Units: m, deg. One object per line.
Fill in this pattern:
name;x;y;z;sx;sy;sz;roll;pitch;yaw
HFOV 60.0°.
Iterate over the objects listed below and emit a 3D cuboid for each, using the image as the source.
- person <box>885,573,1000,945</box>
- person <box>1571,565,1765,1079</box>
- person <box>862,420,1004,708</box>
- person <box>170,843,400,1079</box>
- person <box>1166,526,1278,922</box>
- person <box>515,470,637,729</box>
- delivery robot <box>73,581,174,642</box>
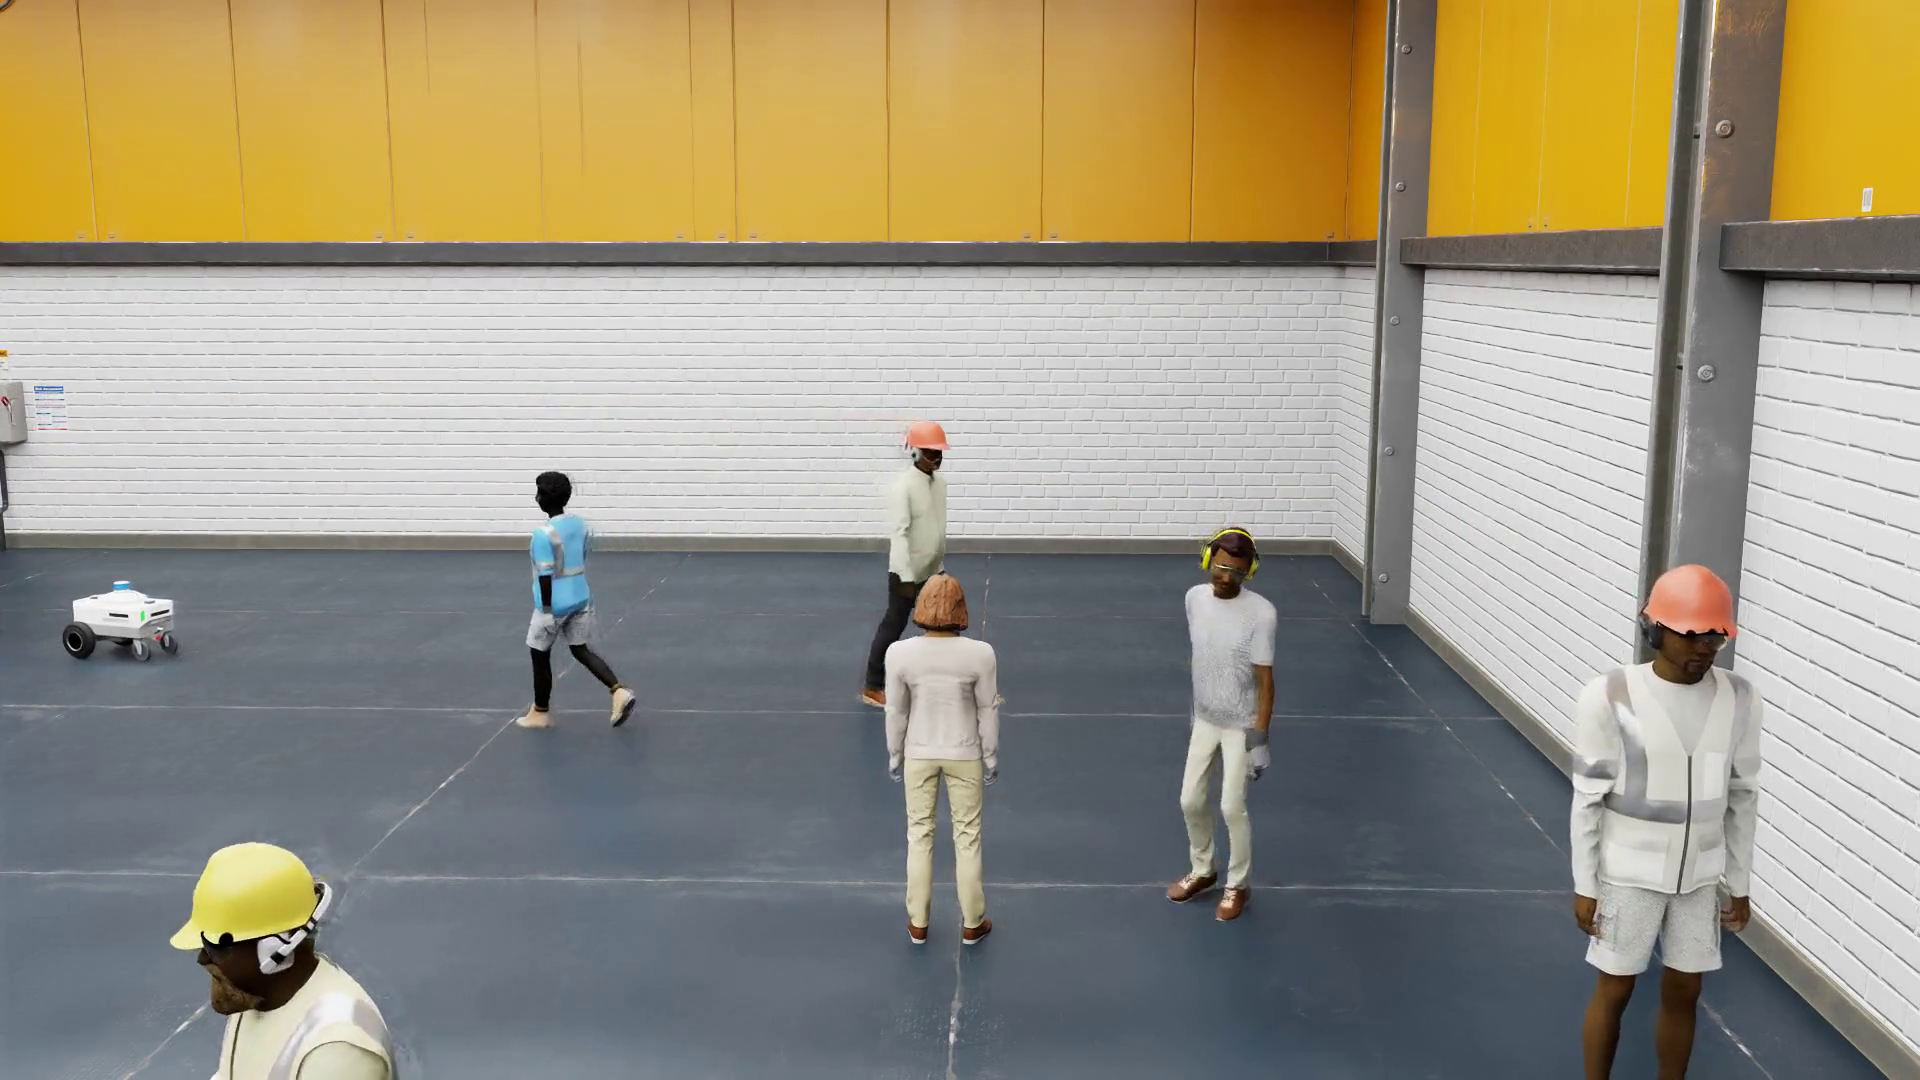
person;-0.075;0.955;7.237;0.497;1.634;0.279;1;10;7
person;2.285;1.077;5.366;0.611;2.032;0.430;-1;10;-4
person;-0.231;0.188;10.842;1.046;1.934;0.656;6;12;33
person;-1.406;1.510;3.581;0.926;1.783;0.595;-9;13;-41
person;1.196;0.824;7.426;0.550;1.830;0.481;9;13;43
person;-2.446;0.390;10.428;0.759;1.675;0.536;4;11;23
delivery robot;-6.273;0.552;12.475;0.707;0.478;0.477;3;10;18
